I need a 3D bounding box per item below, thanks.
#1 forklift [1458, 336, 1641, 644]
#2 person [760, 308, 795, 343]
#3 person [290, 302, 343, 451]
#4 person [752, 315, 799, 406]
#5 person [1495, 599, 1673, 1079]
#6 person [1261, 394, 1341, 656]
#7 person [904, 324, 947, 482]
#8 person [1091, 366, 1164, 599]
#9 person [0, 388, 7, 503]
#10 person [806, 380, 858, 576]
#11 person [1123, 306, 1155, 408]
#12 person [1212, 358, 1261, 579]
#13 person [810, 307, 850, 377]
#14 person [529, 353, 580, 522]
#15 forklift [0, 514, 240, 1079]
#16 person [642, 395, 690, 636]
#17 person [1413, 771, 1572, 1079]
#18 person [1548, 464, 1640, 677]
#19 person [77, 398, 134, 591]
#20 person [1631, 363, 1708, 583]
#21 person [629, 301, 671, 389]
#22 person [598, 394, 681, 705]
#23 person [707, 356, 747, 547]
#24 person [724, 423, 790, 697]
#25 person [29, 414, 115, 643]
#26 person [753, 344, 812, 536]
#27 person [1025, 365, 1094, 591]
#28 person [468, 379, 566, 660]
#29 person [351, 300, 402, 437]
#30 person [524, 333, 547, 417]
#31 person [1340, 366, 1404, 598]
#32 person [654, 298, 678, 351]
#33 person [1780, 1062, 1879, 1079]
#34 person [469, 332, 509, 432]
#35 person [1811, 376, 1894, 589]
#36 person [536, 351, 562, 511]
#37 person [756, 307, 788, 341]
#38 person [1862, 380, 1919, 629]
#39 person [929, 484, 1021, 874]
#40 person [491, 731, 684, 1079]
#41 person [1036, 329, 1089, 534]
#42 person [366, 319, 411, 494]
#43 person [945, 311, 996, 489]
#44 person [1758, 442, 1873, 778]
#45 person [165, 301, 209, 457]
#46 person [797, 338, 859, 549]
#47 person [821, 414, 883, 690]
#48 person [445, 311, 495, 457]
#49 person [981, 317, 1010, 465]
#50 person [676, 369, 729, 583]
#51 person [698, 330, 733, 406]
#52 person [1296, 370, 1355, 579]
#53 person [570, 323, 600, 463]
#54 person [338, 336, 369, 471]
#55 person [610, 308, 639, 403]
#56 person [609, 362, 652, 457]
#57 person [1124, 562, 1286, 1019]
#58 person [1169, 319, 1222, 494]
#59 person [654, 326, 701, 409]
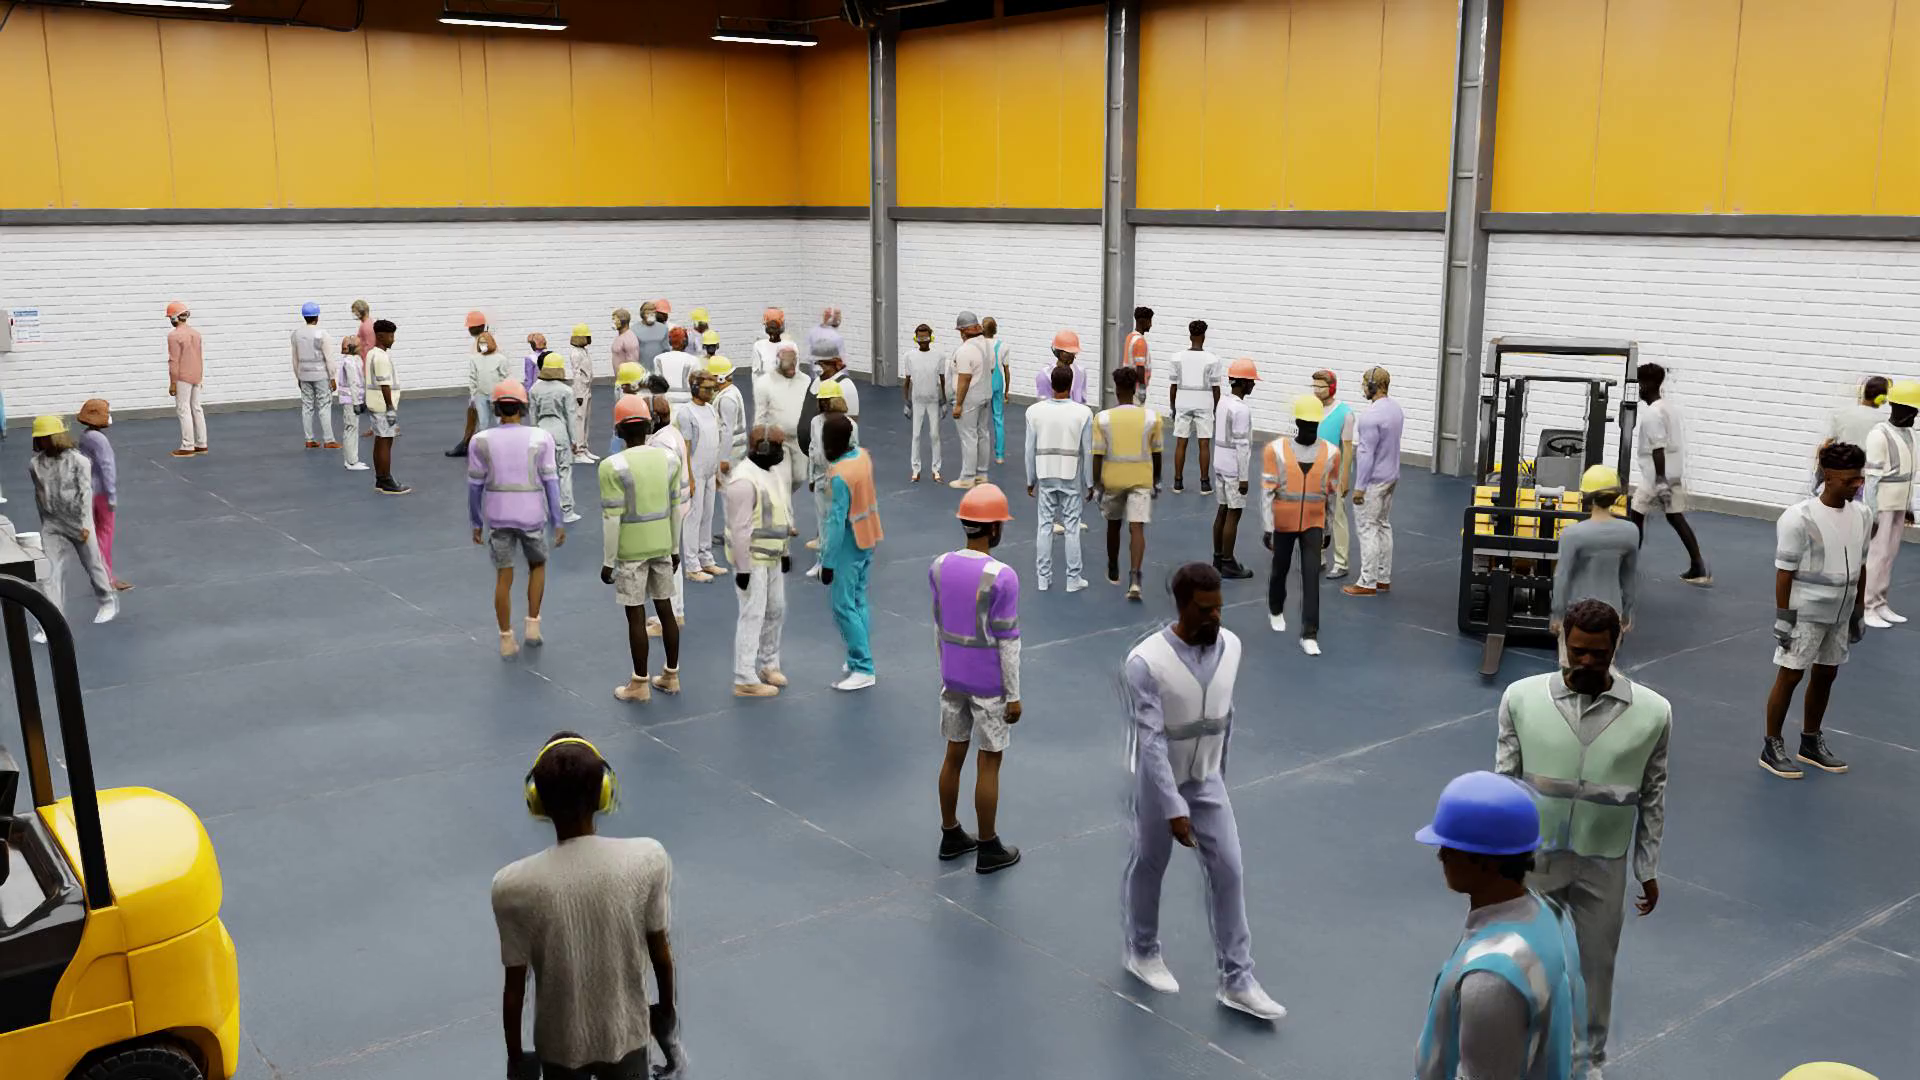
[{"bbox_3d":[4.683,-0.471,13.136,1.214,2.155,2.313,4,12,20],"label":"forklift"},{"bbox_3d":[-2.238,-2.005,21.252,0.684,1.910,0.552,6,13,28],"label":"person"},{"bbox_3d":[-8.424,-2.132,21.748,0.612,1.950,0.377,3,12,15],"label":"person"},{"bbox_3d":[-2.248,-1.785,20.242,0.572,1.883,0.355,1,12,4],"label":"person"},{"bbox_3d":[2.225,1.138,6.037,0.599,1.916,0.377,4,12,17],"label":"person"},{"bbox_3d":[2.520,-0.160,12.390,0.579,1.892,0.961,1,12,3],"label":"person"},{"bbox_3d":[-0.402,-1.592,19.373,0.512,1.861,0.325,0,12,-1],"label":"person"},{"bbox_3d":[1.395,-0.491,13.911,0.605,1.926,0.991,1,12,6],"label":"person"},{"bbox_3d":[-10.564,-1.180,17.931,0.524,1.631,0.318,-2,12,-11],"label":"person"},{"bbox_3d":[-1.114,-0.524,14.487,0.484,1.745,0.307,7,13,29],"label":"person"},{"bbox_3d":[2.248,-1.968,20.965,0.387,1.952,0.608,-1,12,-6],"label":"person"},{"bbox_3d":[2.415,-0.624,14.525,0.389,1.930,0.544,-2,12,-10],"label":"person"},{"bbox_3d":[-1.691,-2.163,22.103,0.489,1.868,0.674,-10,16,-41],"label":"person"},{"bbox_3d":[-4.152,-1.045,17.029,0.495,1.735,0.340,2,12,10],"label":"person"},{"bbox_3d":[-3.687,1.115,5.480,2.313,2.155,1.214,-9,15,-36],"label":"forklift"},{"bbox_3d":[-2.275,-0.193,12.689,0.429,1.830,0.639,0,12,-2],"label":"person"},{"bbox_3d":[1.309,1.515,4.167,0.472,1.926,0.627,6,13,25],"label":"person"},{"bbox_3d":[3.787,0.427,9.885,0.532,1.747,0.611,-2,12,-11],"label":"person"},{"bbox_3d":[-7.264,-0.385,14.085,0.279,1.631,0.504,-11,16,-43],"label":"person"},{"bbox_3d":[6.101,-0.563,14.321,0.857,1.912,0.624,10,15,39],"label":"person"},{"bbox_3d":[-4.151,-2.229,22.280,0.636,1.931,0.377,-8,14,-35],"label":"person"},{"bbox_3d":[-2.108,0.063,10.934,0.395,2.040,0.609,11,16,43],"label":"person"},{"bbox_3d":[-2.234,-0.844,15.855,0.403,1.821,0.601,-1,12,-6],"label":"person"},{"bbox_3d":[-1.360,0.125,11.173,0.437,1.826,0.650,3,12,13],"label":"person"},{"bbox_3d":[-6.802,-0.127,12.686,0.495,1.698,0.890,0,12,-1],"label":"person"},{"bbox_3d":[-1.745,-1.018,16.539,0.655,1.885,0.746,-7,14,-30],"label":"person"},{"bbox_3d":[0.844,-0.515,14.021,0.597,1.916,0.378,4,12,17],"label":"person"},{"bbox_3d":[-3.206,-0.152,12.068,0.711,2.003,0.666,-1,12,-4],"label":"person"},{"bbox_3d":[-8.000,-2.328,22.803,0.561,1.914,0.835,-4,12,-19],"label":"person"},{"bbox_3d":[-5.244,-1.779,20.822,0.321,1.631,0.527,6,13,26],"label":"person"},{"bbox_3d":[3.464,-0.482,13.851,0.376,1.928,0.636,8,14,35],"label":"person"},{"bbox_3d":[-4.257,-2.473,23.537,0.548,1.911,0.816,-7,14,-30],"label":"person"},{"bbox_3d":[1.566,1.808,3.177,0.329,1.765,0.533,9,15,36],"label":"person"},{"bbox_3d":[-5.901,-1.788,20.860,0.507,1.630,0.268,1,12,7],"label":"person"},{"bbox_3d":[7.531,-0.467,14.016,0.650,1.838,0.342,6,13,29],"label":"person"},{"bbox_3d":[-4.378,-1.167,17.696,0.322,1.699,0.536,-5,13,-24],"label":"person"},{"bbox_3d":[-2.477,-2.180,22.226,0.526,1.857,0.347,4,12,18],"label":"person"},{"bbox_3d":[7.224,-0.284,12.898,0.618,1.923,0.378,-8,14,-35],"label":"person"},{"bbox_3d":[0.100,0.679,8.221,0.543,1.931,0.386,11,16,43],"label":"person"},{"bbox_3d":[-1.026,1.453,4.701,0.522,1.850,0.796,-3,12,-15],"label":"person"},{"bbox_3d":[1.034,-1.061,16.405,0.612,2.029,0.407,-9,15,-37],"label":"person"},{"bbox_3d":[-6.453,-1.497,18.666,0.392,1.958,0.605,-7,13,-30],"label":"person"},{"bbox_3d":[0.082,-1.615,19.034,0.535,2.000,0.673,7,13,30],"label":"person"},{"bbox_3d":[4.917,0.399,9.512,0.607,1.957,0.380,-4,12,-17],"label":"person"},{"bbox_3d":[-9.939,-2.061,21.336,0.403,1.982,0.628,2,12,8],"label":"person"},{"bbox_3d":[-1.249,-0.875,15.463,0.535,2.000,0.688,-8,14,-33],"label":"person"},{"bbox_3d":[-0.725,0.068,11.318,0.365,1.880,0.701,3,12,13],"label":"person"},{"bbox_3d":[-6.074,-1.992,21.277,1.011,1.882,0.548,-6,13,-27],"label":"person"},{"bbox_3d":[0.363,-1.837,20.583,0.513,1.844,0.335,-2,12,-11],"label":"person"},{"bbox_3d":[-2.236,-0.559,14.414,0.345,1.845,0.508,4,12,20],"label":"person"},{"bbox_3d":[-2.914,-1.583,19.546,0.523,1.769,0.313,-4,12,-19],"label":"person"},{"bbox_3d":[3.213,-0.580,14.560,0.407,1.832,0.576,-8,14,-33],"label":"person"},{"bbox_3d":[-4.709,-1.838,20.835,0.295,1.743,0.493,0,12,1],"label":"person"},{"bbox_3d":[-7.413,-1.667,20.290,0.318,1.630,0.513,-6,13,-26],"label":"person"},{"bbox_3d":[-4.178,-1.921,20.760,0.372,1.940,0.630,-6,13,-25],"label":"person"},{"bbox_3d":[-3.032,-0.773,15.589,0.770,1.780,0.610,5,13,24],"label":"person"},{"bbox_3d":[0.966,1.018,6.709,0.594,1.879,0.902,-7,14,-30],"label":"person"},{"bbox_3d":[2.633,-1.490,18.646,0.603,1.957,0.385,4,13,21],"label":"person"},{"bbox_3d":[-3.151,-1.454,18.672,0.568,1.878,0.351,3,12,16],"label":"person"}]
